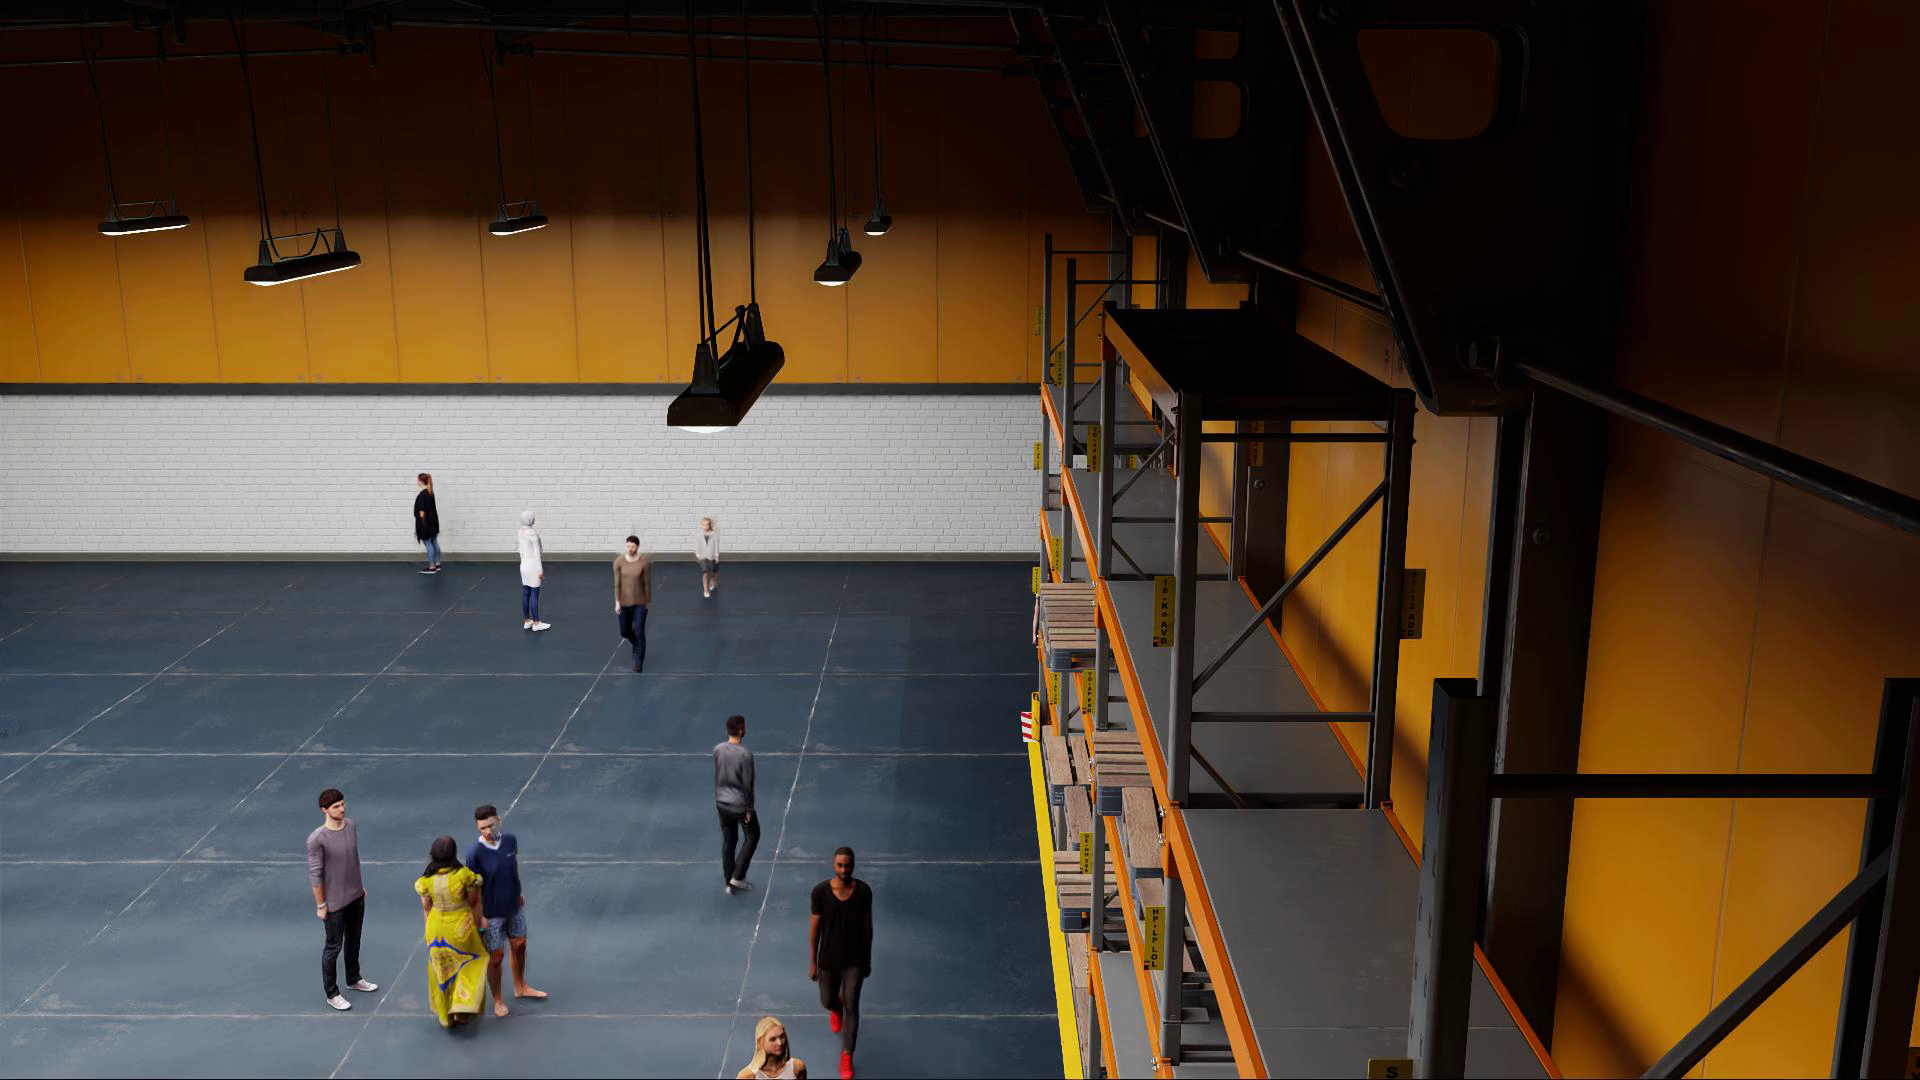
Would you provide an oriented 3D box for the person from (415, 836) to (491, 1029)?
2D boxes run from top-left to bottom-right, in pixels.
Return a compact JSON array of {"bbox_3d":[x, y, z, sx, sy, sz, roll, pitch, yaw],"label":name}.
[{"bbox_3d":[-4.071,3.192,13.307,0.691,1.644,0.853,0,14,1],"label":"person"}]

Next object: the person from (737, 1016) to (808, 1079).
[{"bbox_3d":[-1.164,3.811,10.420,0.710,1.801,0.699,-5,15,-21],"label":"person"}]

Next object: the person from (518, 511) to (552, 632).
[{"bbox_3d":[-6.305,0.439,24.400,0.682,1.775,0.740,13,19,43],"label":"person"}]

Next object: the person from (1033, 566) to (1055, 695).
[{"bbox_3d":[1.167,1.174,21.433,0.674,1.742,0.702,9,16,34],"label":"person"}]

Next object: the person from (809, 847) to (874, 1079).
[{"bbox_3d":[-0.922,3.209,12.930,0.673,1.790,1.007,-1,14,-4],"label":"person"}]

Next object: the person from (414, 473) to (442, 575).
[{"bbox_3d":[-8.819,-0.287,27.593,0.737,1.683,0.569,3,14,12],"label":"person"}]

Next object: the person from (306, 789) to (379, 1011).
[{"bbox_3d":[-5.171,2.950,13.861,0.802,1.854,0.625,6,15,22],"label":"person"}]

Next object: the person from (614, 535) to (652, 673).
[{"bbox_3d":[-4.415,0.834,22.562,0.652,1.871,0.885,0,14,2],"label":"person"}]

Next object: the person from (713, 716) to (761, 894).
[{"bbox_3d":[-2.181,2.541,15.768,0.734,1.752,0.769,6,15,23],"label":"person"}]

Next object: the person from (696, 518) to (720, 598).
[{"bbox_3d":[-3.978,0.251,26.265,0.588,1.263,0.769,-1,14,-6],"label":"person"}]

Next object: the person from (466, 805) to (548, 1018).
[{"bbox_3d":[-3.770,2.999,13.701,0.870,1.834,0.781,8,16,31],"label":"person"}]
